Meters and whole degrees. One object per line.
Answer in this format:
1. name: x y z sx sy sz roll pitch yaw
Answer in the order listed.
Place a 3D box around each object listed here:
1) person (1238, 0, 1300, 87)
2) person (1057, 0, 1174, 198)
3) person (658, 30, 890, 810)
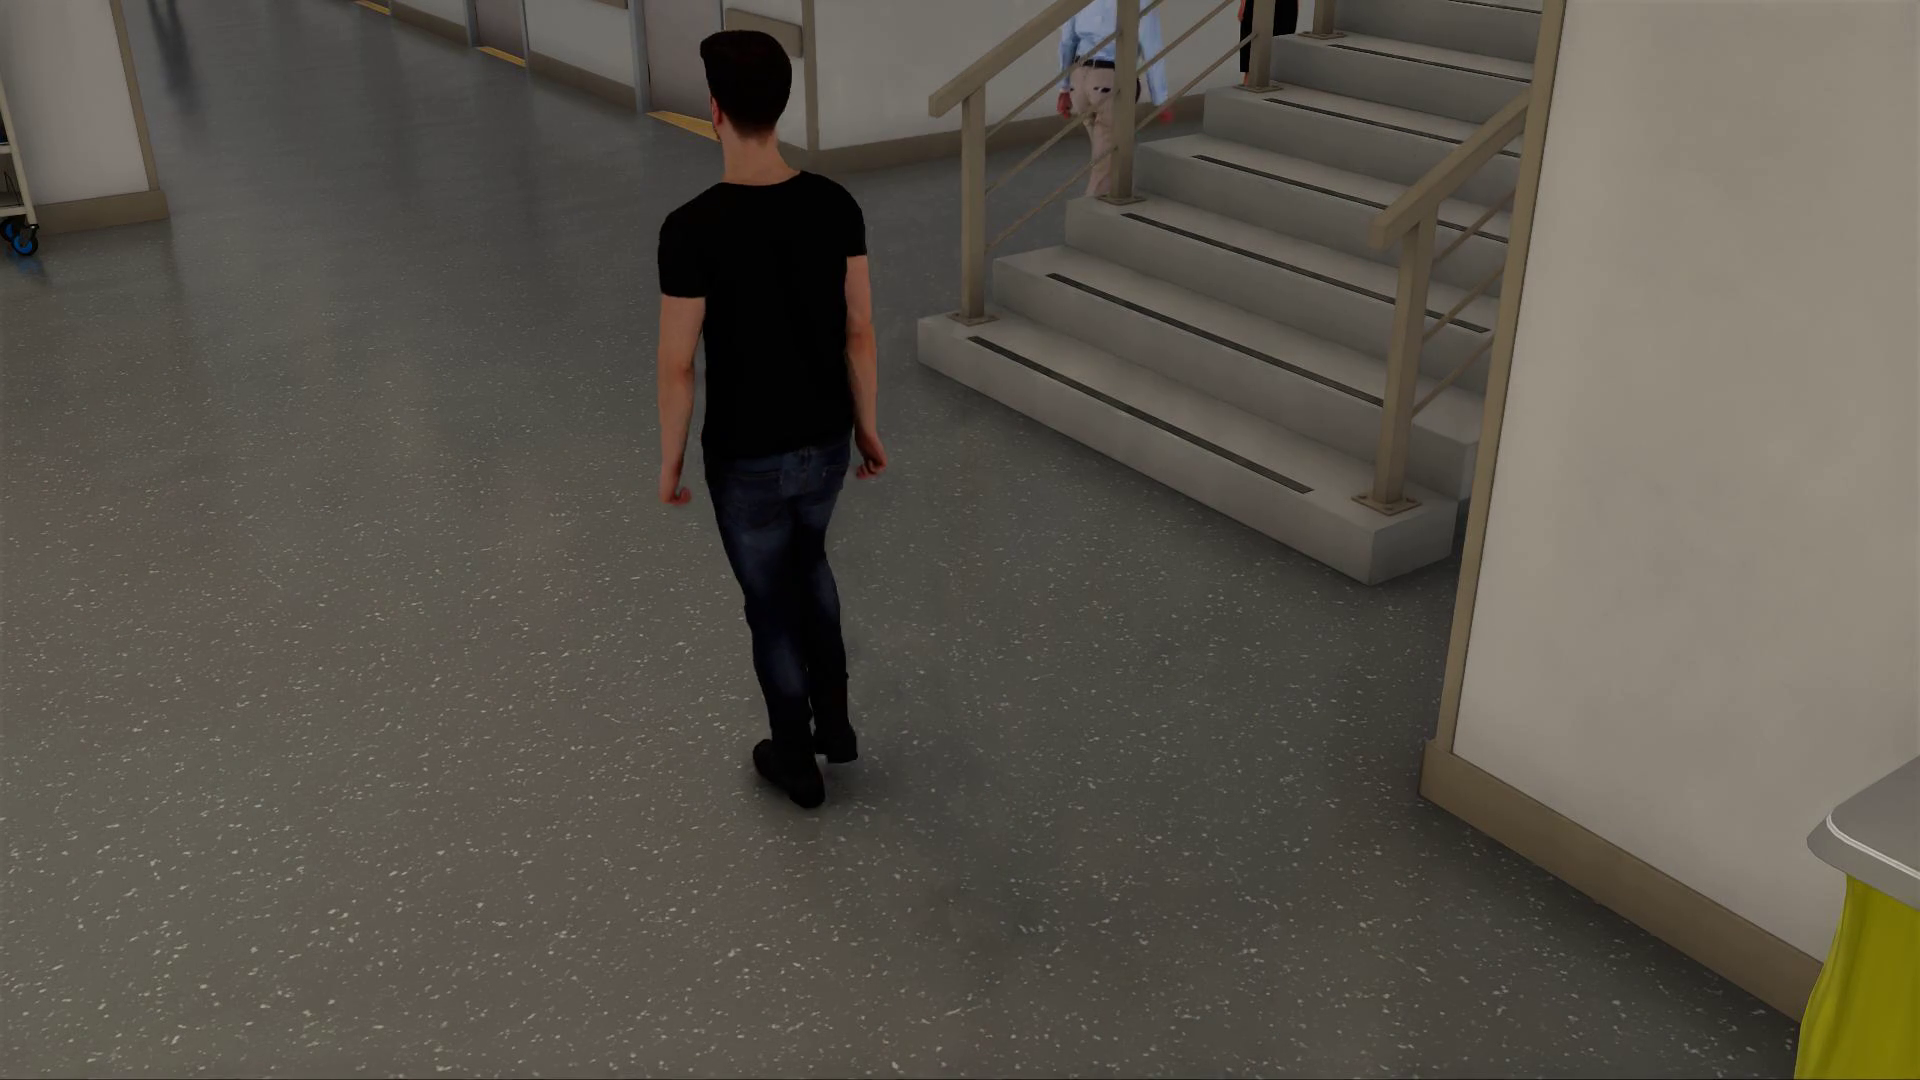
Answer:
1. person: 2.022 -3.515 10.782 0.584 1.869 0.725 -9 27 -18
2. person: 0.642 -2.124 7.941 0.818 1.830 0.700 -20 32 -36
3. person: -0.382 -0.188 3.860 0.592 1.888 0.769 -15 29 -28
